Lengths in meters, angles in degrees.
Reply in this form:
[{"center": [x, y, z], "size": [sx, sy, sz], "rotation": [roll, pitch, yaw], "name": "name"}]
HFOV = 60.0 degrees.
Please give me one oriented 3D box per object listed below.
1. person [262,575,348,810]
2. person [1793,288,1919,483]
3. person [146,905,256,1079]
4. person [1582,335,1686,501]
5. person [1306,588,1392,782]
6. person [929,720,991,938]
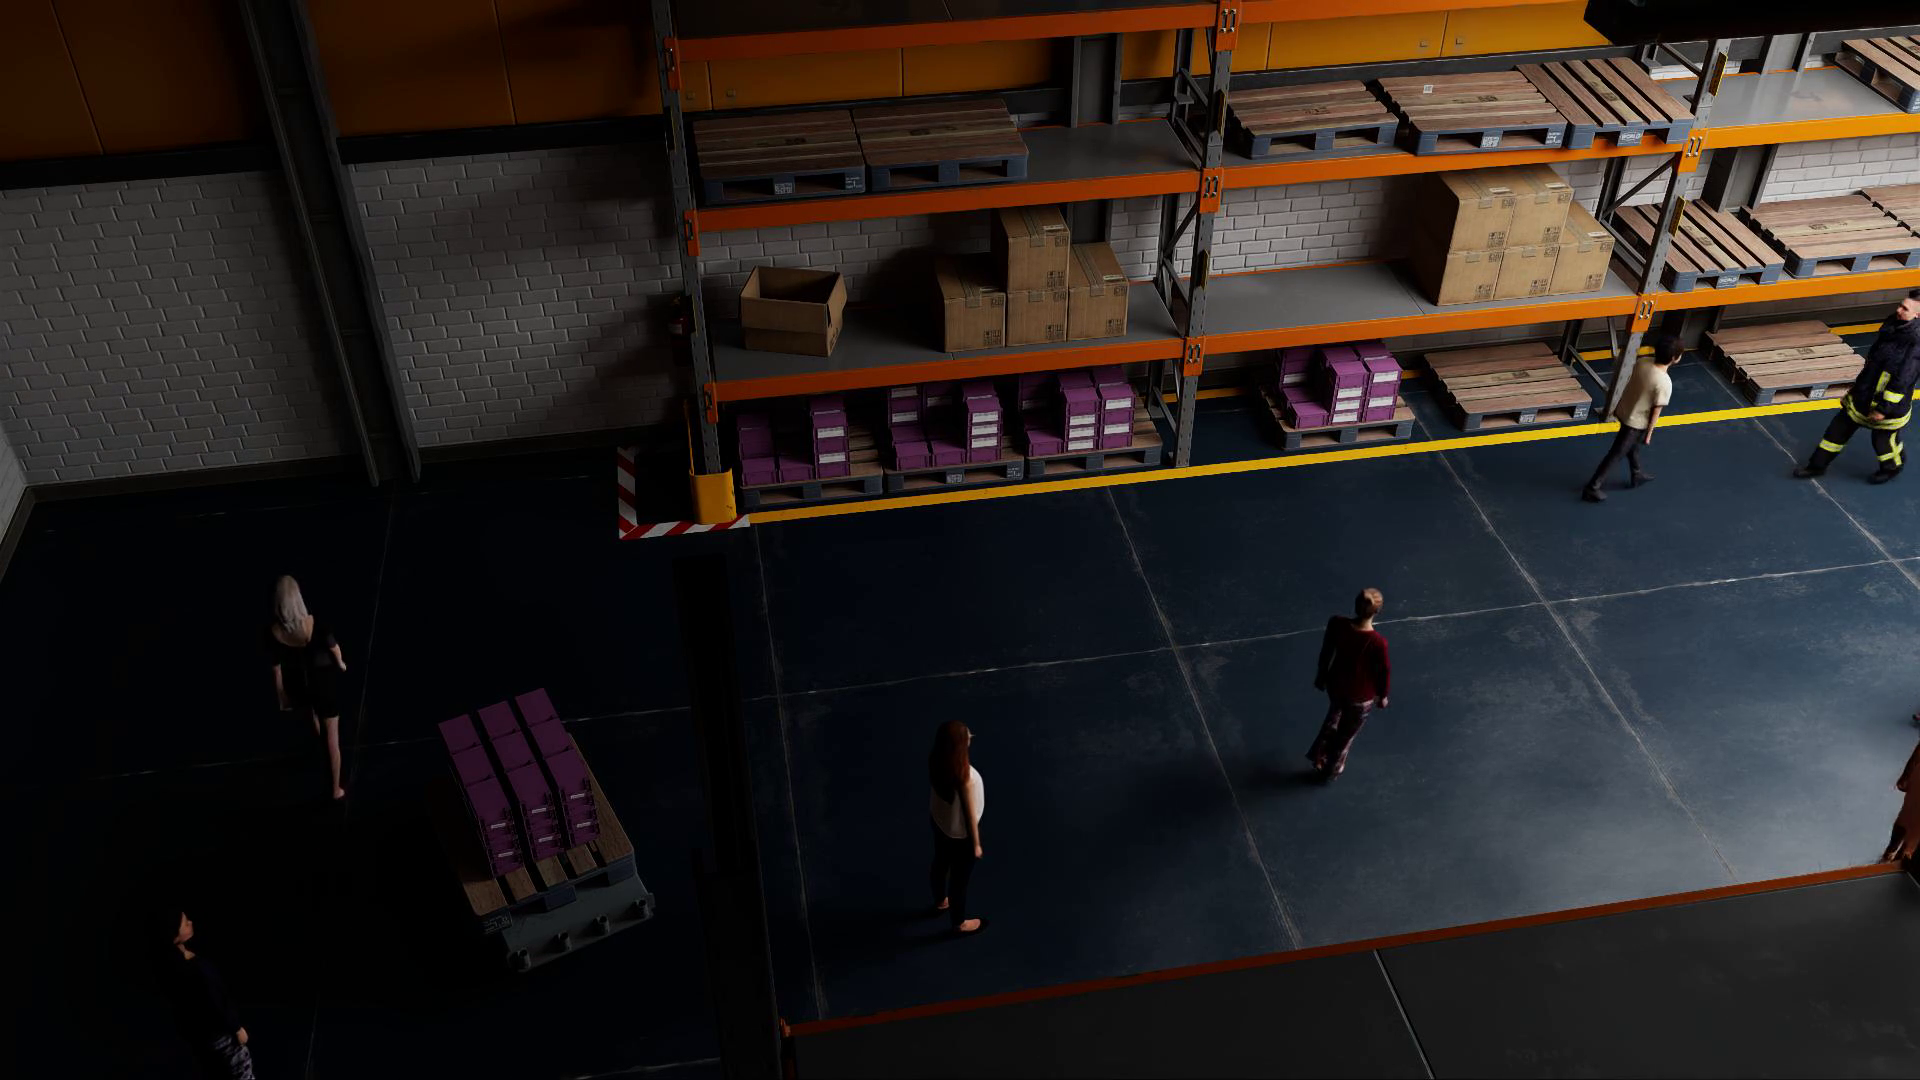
[{"center": [-4.229, 1.051, 10.868], "size": [0.873, 1.805, 0.653], "rotation": [-6, 39, -8], "name": "person"}, {"center": [7.683, -1.231, 13.705], "size": [1.130, 1.831, 0.775], "rotation": [-8, 39, -10], "name": "person"}, {"center": [-4.076, 2.596, 8.992], "size": [0.635, 1.732, 0.737], "rotation": [16, 41, 19], "name": "person"}, {"center": [5.457, -0.976, 13.612], "size": [0.915, 1.548, 0.620], "rotation": [-5, 39, -6], "name": "person"}, {"center": [2.549, 1.005, 11.019], "size": [0.760, 1.688, 0.807], "rotation": [29, 47, 31], "name": "person"}, {"center": [-0.042, 1.738, 10.074], "size": [0.612, 1.722, 0.638], "rotation": [-20, 43, -23], "name": "person"}]
